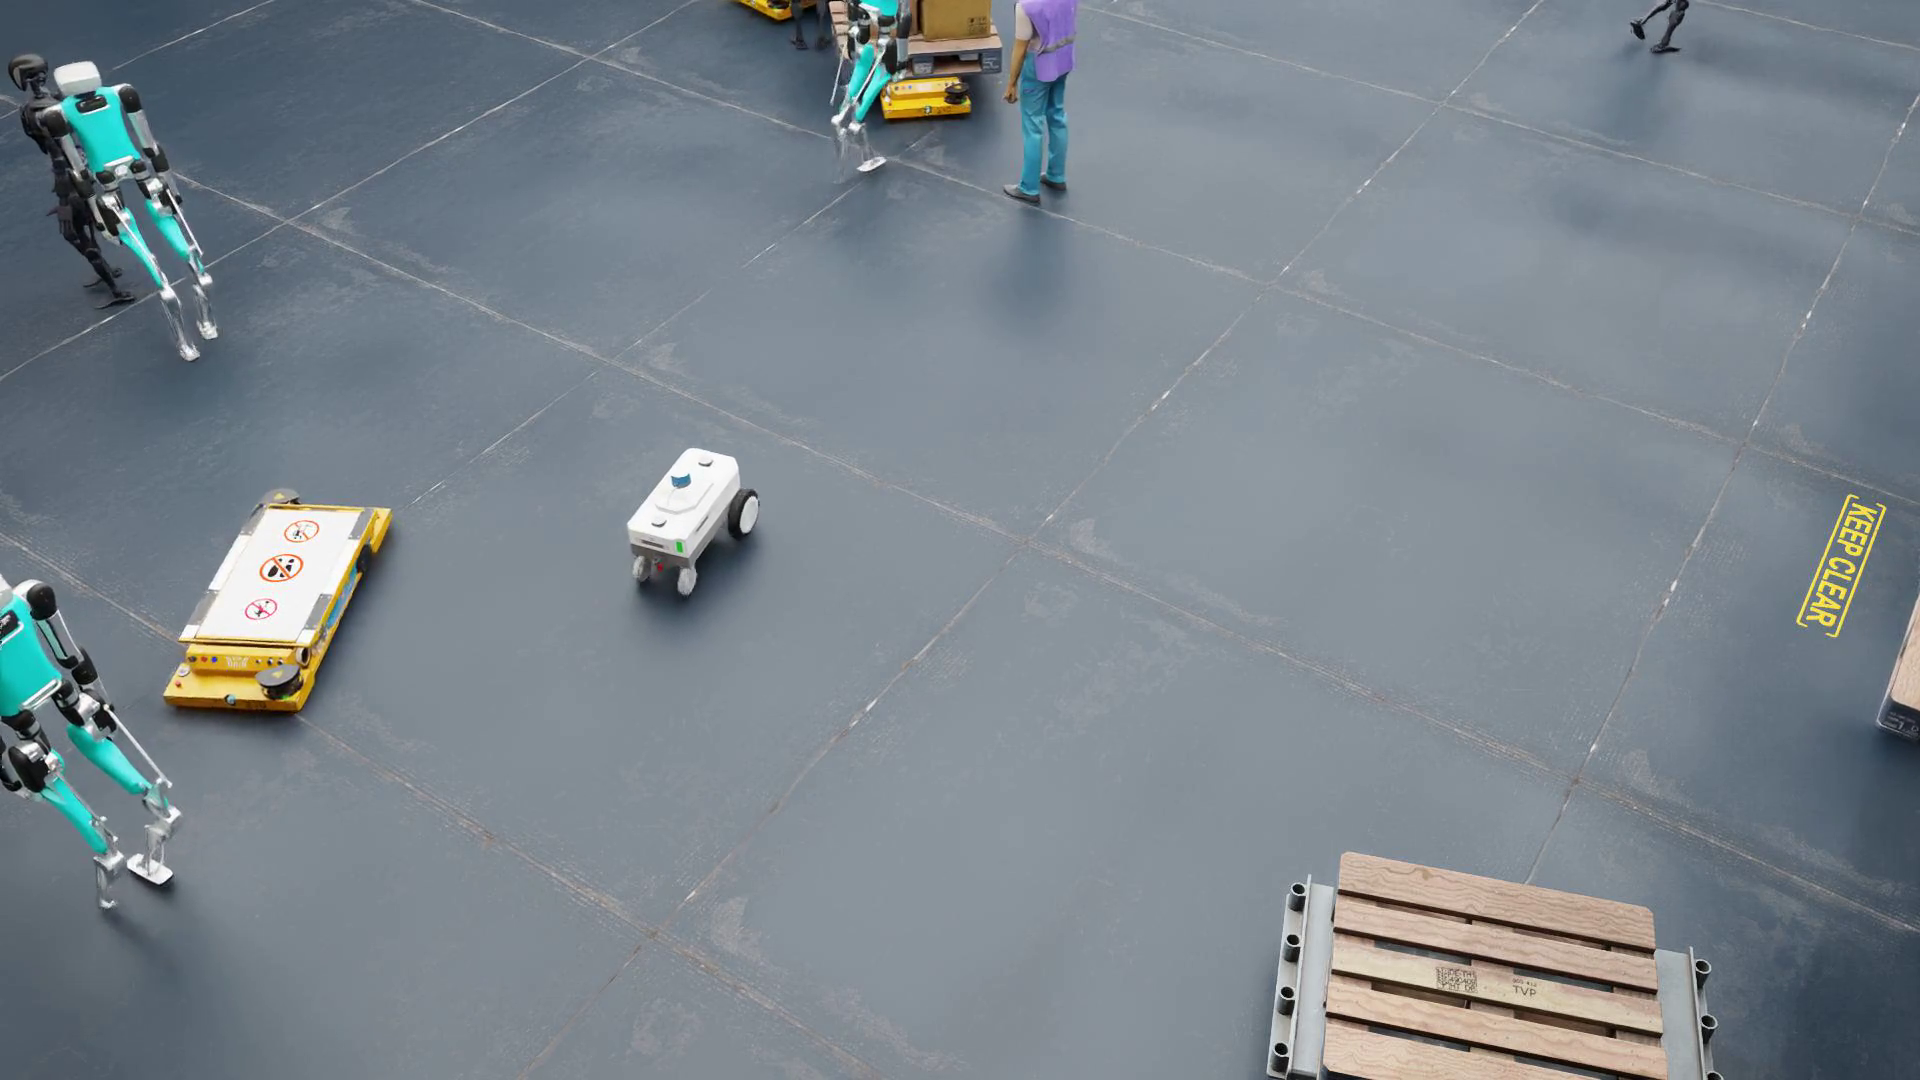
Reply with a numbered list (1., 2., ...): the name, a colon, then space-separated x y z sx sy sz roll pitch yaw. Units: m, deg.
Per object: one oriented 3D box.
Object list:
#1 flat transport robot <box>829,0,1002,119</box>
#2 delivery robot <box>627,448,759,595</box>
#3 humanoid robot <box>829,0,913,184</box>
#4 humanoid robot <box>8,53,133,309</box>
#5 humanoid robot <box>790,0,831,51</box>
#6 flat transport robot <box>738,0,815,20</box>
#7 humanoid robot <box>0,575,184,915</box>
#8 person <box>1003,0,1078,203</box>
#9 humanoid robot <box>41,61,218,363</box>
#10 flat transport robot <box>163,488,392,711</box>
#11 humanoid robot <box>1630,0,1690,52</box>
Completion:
1. flat transport robot: -0.352 -3.699 12.919 0.659 0.231 1.431 -6 42 -7
2. delivery robot: -1.433 -0.143 8.710 0.499 0.575 0.759 14 44 15
3. humanoid robot: -0.682 -3.205 11.350 0.536 1.889 0.773 29 49 28
4. humanoid robot: -5.432 -2.164 10.141 0.341 1.654 0.593 -17 45 -18
5. humanoid robot: -1.199 -4.632 12.907 0.611 1.646 0.313 -5 42 -6
6. flat transport robot: -1.204 -4.812 14.164 1.431 0.231 0.659 -33 51 -31
7. humanoid robot: -3.503 0.894 6.689 0.672 1.816 0.538 20 46 21
8. person: 0.554 -3.124 11.097 0.403 1.842 0.567 33 51 31
9. humanoid robot: -4.769 -1.837 9.765 0.560 1.806 0.849 -28 49 -27
10. flat transport robot: -3.448 0.279 8.467 0.659 0.231 1.431 2 42 3
11. humanoid robot: 5.615 -4.578 12.844 0.388 1.641 0.616 -10 43 -11
